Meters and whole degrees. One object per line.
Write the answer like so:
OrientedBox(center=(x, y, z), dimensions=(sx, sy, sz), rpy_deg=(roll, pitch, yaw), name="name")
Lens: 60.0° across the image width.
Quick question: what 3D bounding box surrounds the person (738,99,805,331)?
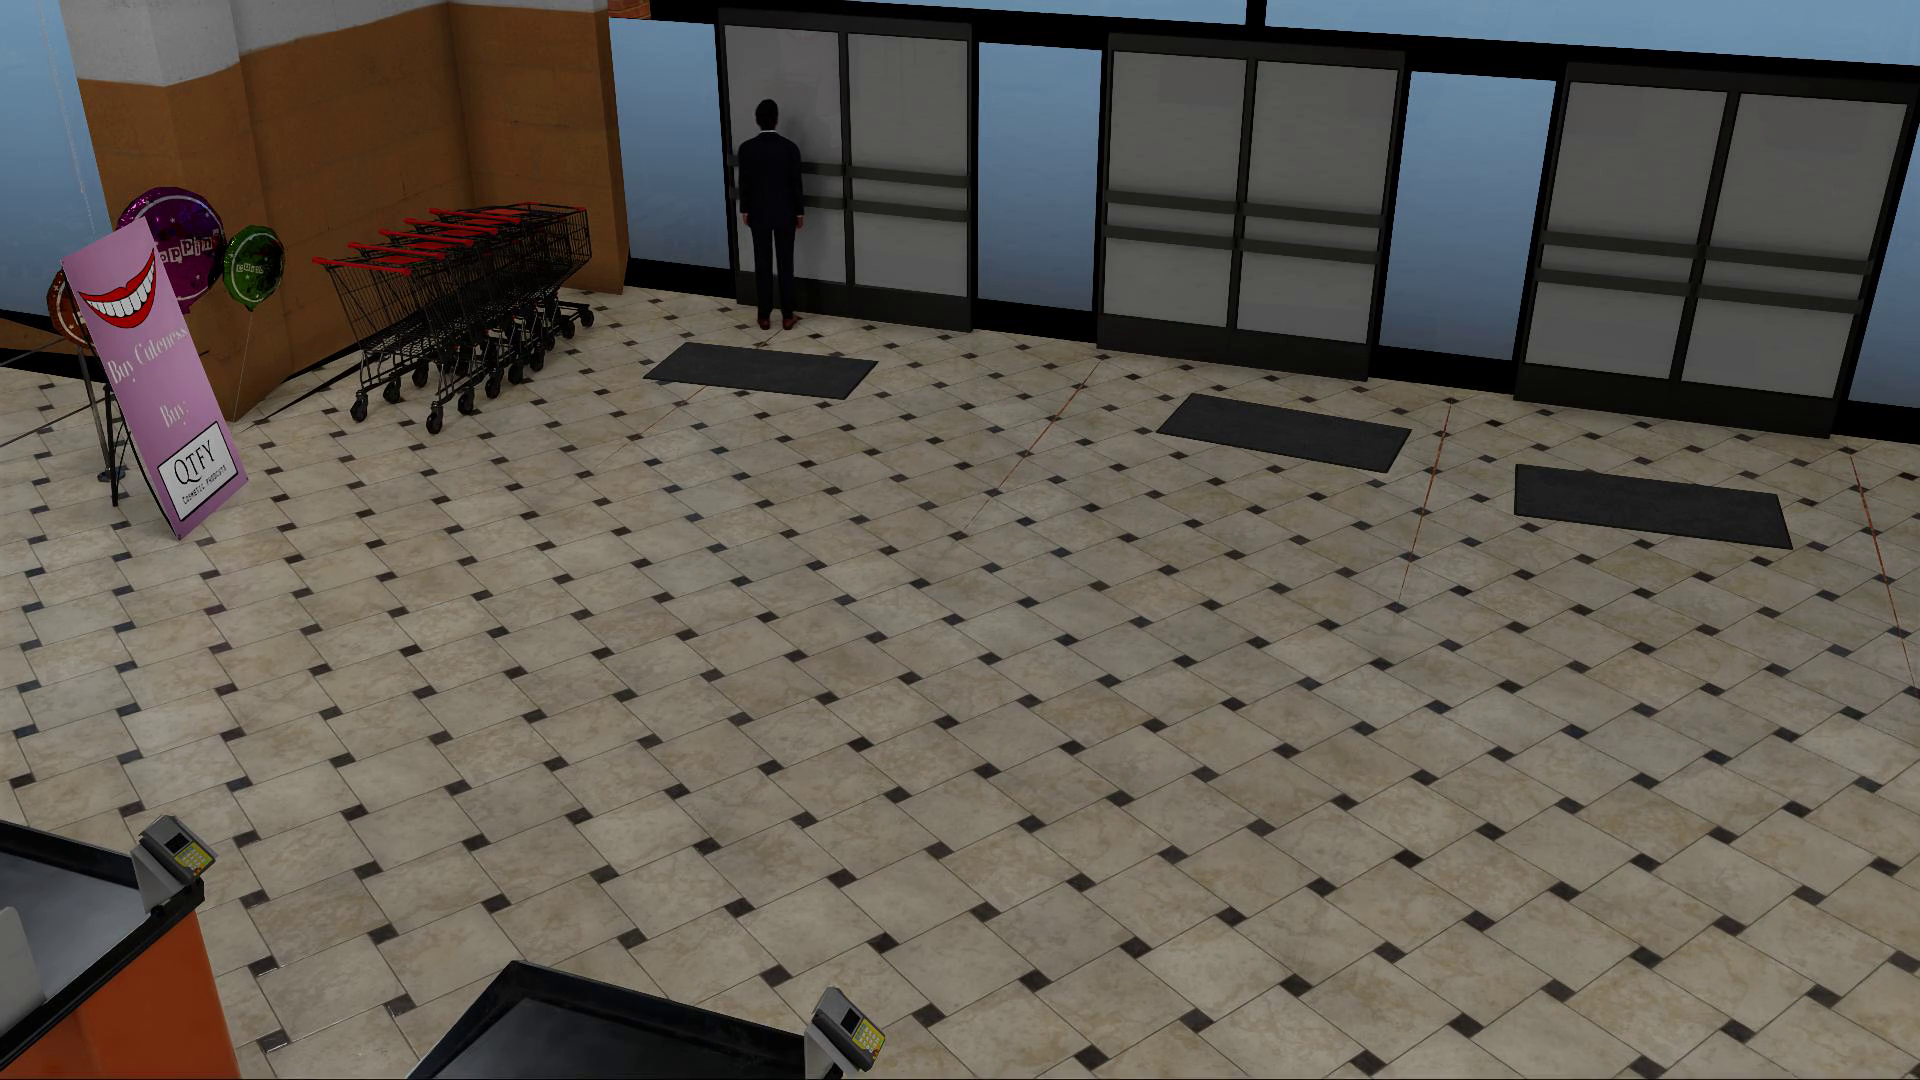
OrientedBox(center=(-1.417, -2.440, 12.542), dimensions=(0.700, 1.723, 0.659), rpy_deg=(-1, 27, -2), name="person")
